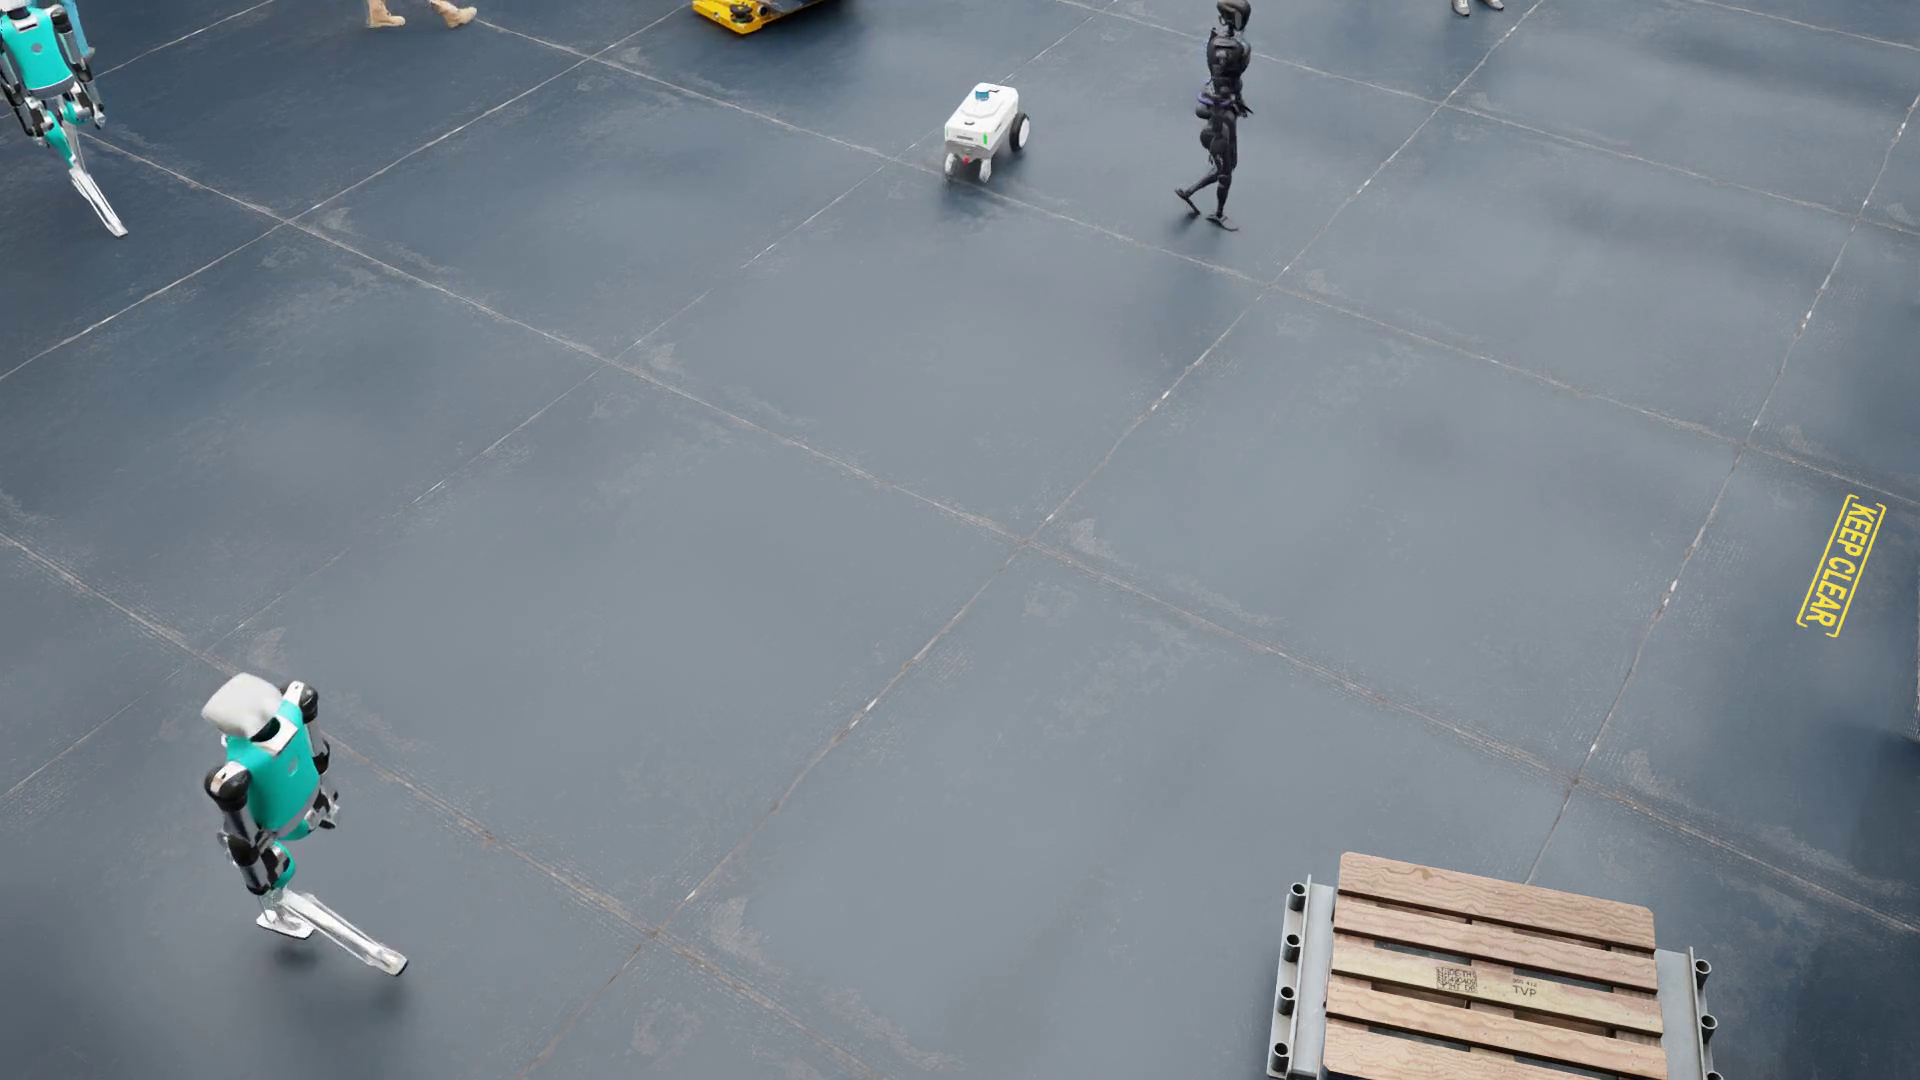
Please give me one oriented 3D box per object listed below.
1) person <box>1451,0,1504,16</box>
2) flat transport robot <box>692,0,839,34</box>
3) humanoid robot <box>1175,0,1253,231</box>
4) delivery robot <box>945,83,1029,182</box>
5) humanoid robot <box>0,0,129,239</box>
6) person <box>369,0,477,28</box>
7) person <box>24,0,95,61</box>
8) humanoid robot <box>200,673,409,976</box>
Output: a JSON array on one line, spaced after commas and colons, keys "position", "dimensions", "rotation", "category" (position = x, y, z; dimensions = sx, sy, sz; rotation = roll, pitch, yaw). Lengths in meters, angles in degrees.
[{"position": [4.327, -5.227, 13.375], "dimensions": [0.551, 1.941, 0.418], "rotation": [-14, 44, -15], "category": "person"}, {"position": [-1.481, -4.636, 13.967], "dimensions": [1.431, 0.231, 0.659], "rotation": [-33, 51, -31], "category": "flat transport robot"}, {"position": [1.686, -2.803, 10.873], "dimensions": [0.488, 1.631, 0.610], "rotation": [16, 44, 17], "category": "humanoid robot"}, {"position": [0.162, -2.960, 11.880], "dimensions": [0.499, 0.598, 0.791], "rotation": [14, 44, 15], "category": "delivery robot"}, {"position": [-5.990, -2.868, 10.933], "dimensions": [0.548, 1.777, 1.035], "rotation": [-30, 50, -29], "category": "humanoid robot"}, {"position": [-4.430, -4.875, 13.163], "dimensions": [0.901, 1.691, 0.484], "rotation": [-5, 42, -5], "category": "person"}, {"position": [-7.040, -4.454, 12.623], "dimensions": [0.654, 1.815, 0.417], "rotation": [-5, 42, -6], "category": "person"}, {"position": [-2.706, 1.109, 6.420], "dimensions": [0.989, 1.716, 0.564], "rotation": [13, 43, 14], "category": "humanoid robot"}]
